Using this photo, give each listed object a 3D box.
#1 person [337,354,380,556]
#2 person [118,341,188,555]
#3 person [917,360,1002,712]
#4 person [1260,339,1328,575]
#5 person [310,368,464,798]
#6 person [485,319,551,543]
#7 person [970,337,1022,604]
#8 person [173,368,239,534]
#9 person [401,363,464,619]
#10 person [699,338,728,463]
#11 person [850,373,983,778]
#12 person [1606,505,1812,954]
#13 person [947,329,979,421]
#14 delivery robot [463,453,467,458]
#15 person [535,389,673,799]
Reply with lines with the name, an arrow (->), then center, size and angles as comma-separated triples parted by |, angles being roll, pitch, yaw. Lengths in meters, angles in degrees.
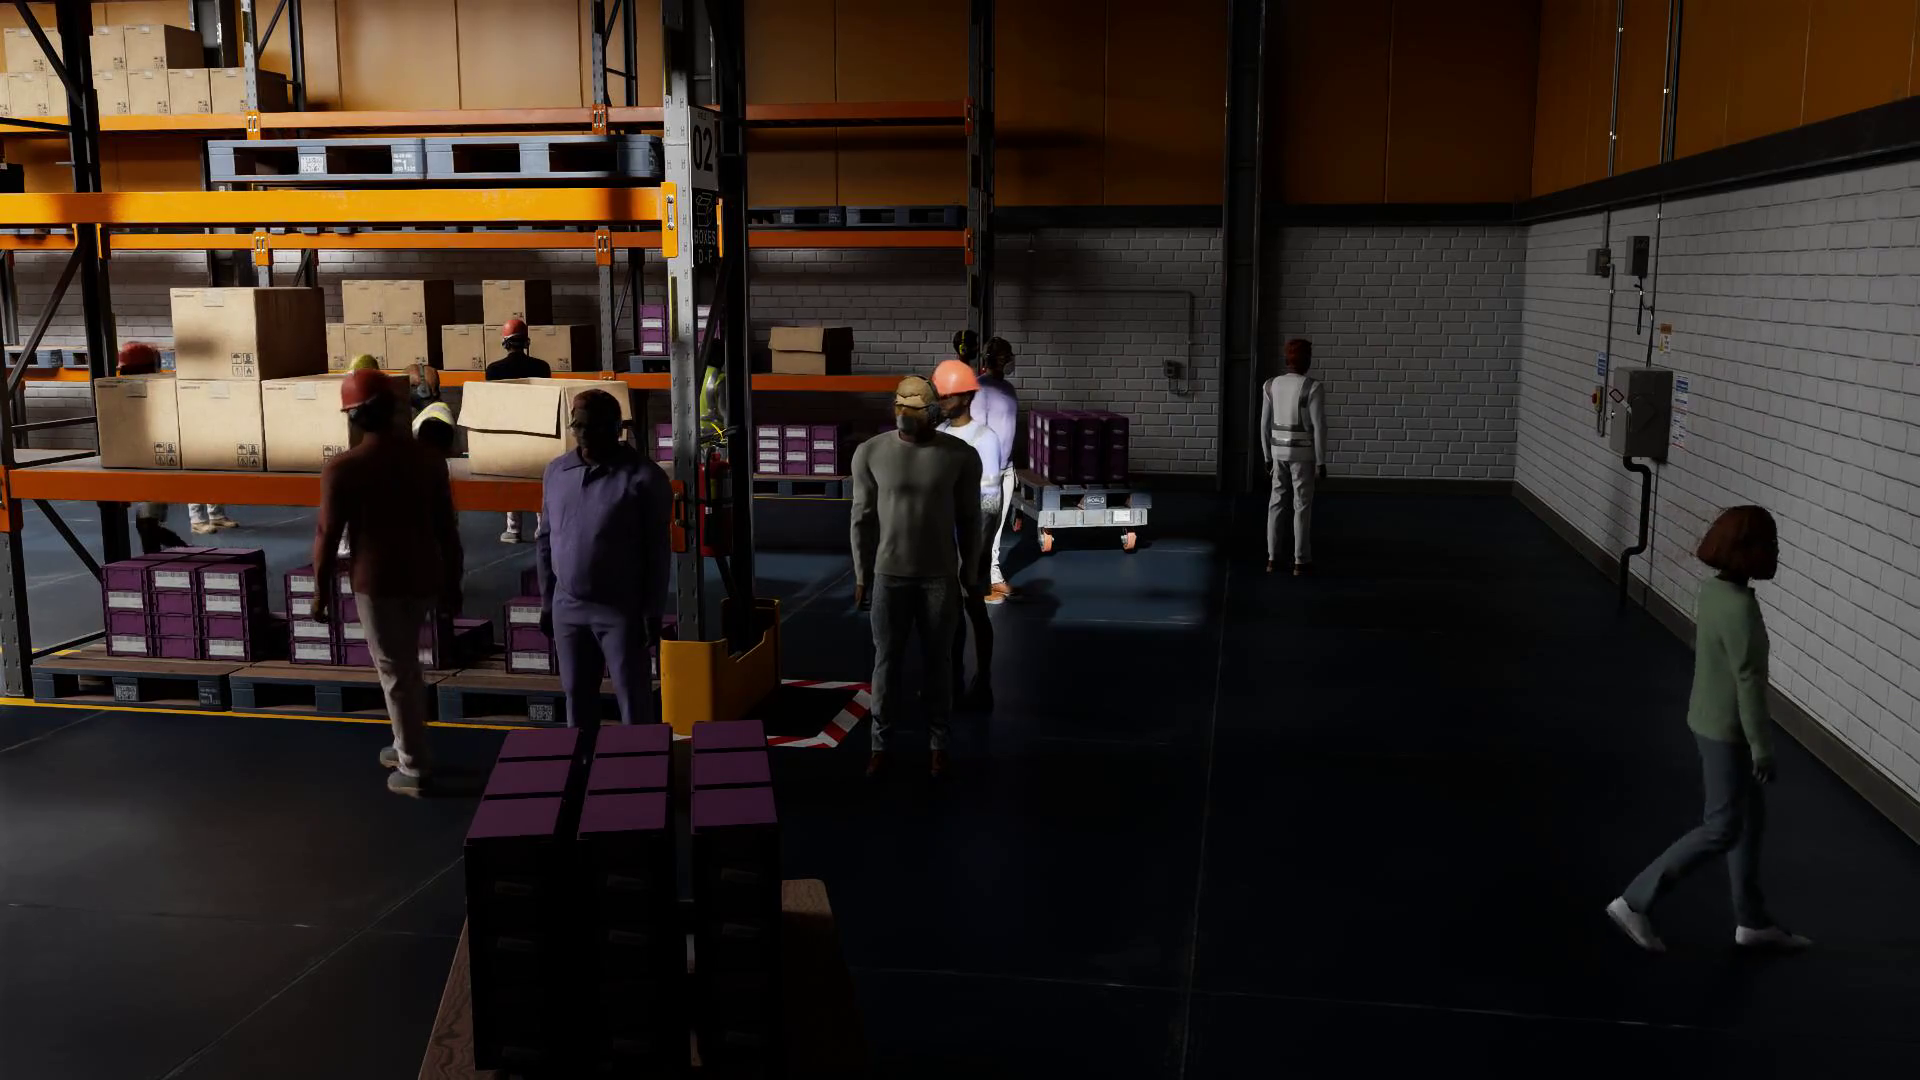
person -> -4.568, -0.522, 12.735 | 0.599, 1.788, 0.926 | 0, 9, 1
person -> -5.829, -0.487, 12.075 | 0.554, 1.920, 0.511 | 8, 12, 42
person -> -0.020, -0.022, 9.151 | 0.378, 1.932, 0.551 | -7, 11, -36
person -> 2.671, -0.659, 13.260 | 0.584, 1.882, 0.347 | 9, 13, 44
person -> -2.701, 0.190, 7.711 | 0.749, 1.966, 0.632 | 7, 12, 39
person -> -3.925, -0.968, 14.831 | 0.613, 1.995, 0.391 | -6, 11, -35
person -> 0.250, -0.515, 12.197 | 0.370, 1.941, 0.627 | 4, 10, 24
person -> -6.981, -0.986, 15.421 | 0.429, 1.840, 0.636 | 2, 9, 13
person -> -3.394, -0.217, 10.690 | 0.430, 1.835, 0.622 | -4, 10, -22
person -> -2.137, -0.837, 14.494 | 0.627, 1.844, 0.429 | 8, 12, 40
person -> -0.205, 0.177, 7.916 | 0.629, 1.937, 0.379 | 0, 9, 0
person -> 2.667, 0.675, 5.820 | 0.681, 1.611, 0.511 | 3, 10, 16
person -> 0.038, -1.036, 15.638 | 0.329, 1.874, 0.518 | 0, 9, 0
delivery robot -> -5.091, -0.651, 17.029 | 0.707, 0.478, 0.477 | 3, 10, 19
person -> -1.588, 0.285, 7.343 | 0.641, 1.905, 0.410 | 3, 10, 16
